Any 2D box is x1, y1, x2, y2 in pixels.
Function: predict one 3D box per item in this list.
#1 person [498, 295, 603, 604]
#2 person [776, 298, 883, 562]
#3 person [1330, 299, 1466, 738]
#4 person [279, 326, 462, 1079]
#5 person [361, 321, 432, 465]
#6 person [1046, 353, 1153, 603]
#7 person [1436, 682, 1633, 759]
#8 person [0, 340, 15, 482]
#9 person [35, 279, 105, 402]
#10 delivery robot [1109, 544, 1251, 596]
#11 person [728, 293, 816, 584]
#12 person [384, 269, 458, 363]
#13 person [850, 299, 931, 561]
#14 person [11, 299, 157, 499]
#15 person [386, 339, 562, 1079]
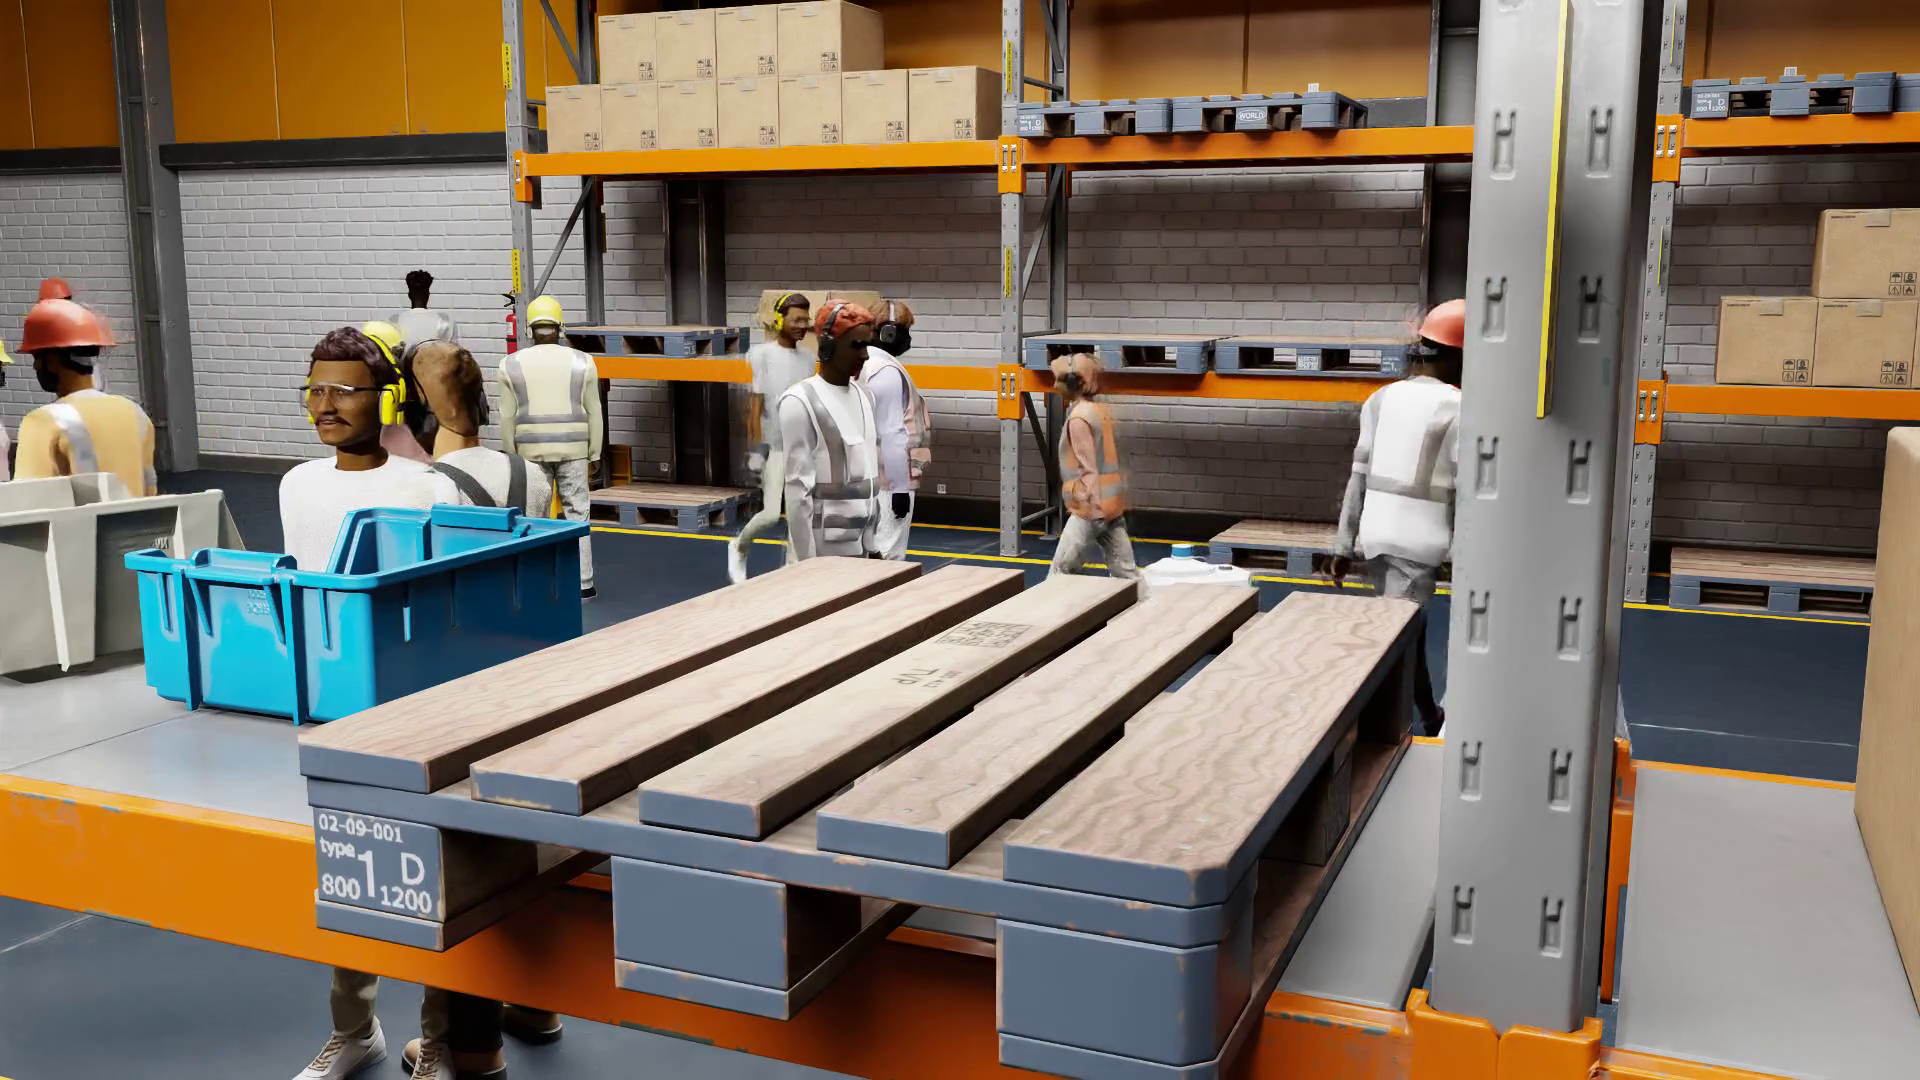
[{"bbox_3d":[-2.402,-0.520,9.815,0.589,1.832,0.404,-2,10,-13],"label":"person"},{"bbox_3d":[-0.466,0.029,6.359,0.356,1.887,0.573,4,10,25],"label":"person"},{"bbox_3d":[1.748,0.021,6.418,1.011,1.871,0.578,-6,11,-31],"label":"person"},{"bbox_3d":[-1.408,0.433,3.978,0.514,1.876,0.328,2,10,12],"label":"person"},{"bbox_3d":[-2.983,-0.300,8.844,0.935,1.717,0.531,0,9,1],"label":"person"},{"bbox_3d":[0.666,-0.135,8.266,0.884,1.582,0.545,3,10,17],"label":"person"},{"bbox_3d":[2.133,0.135,6.026,0.933,1.799,0.631,8,12,40],"label":"person"},{"bbox_3d":[-4.345,-0.063,7.298,0.472,1.752,0.546,-2,10,-10],"label":"person"},{"bbox_3d":[-7.632,-1.294,14.322,0.970,1.870,0.643,2,10,12],"label":"person"},{"bbox_3d":[1.148,0.264,8.655,0.707,0.478,0.477,-3,10,-18],"label":"delivery robot"},{"bbox_3d":[-1.102,-0.549,9.953,0.549,1.845,0.627,-9,13,-44],"label":"person"},{"bbox_3d":[-4.430,-1.243,13.741,0.608,1.966,0.370,-3,10,-15],"label":"person"},{"bbox_3d":[-0.363,-0.293,8.435,0.429,1.841,0.625,-3,10,-17],"label":"person"},{"bbox_3d":[-3.117,0.115,5.821,0.983,1.883,0.567,1,10,8],"label":"person"},{"bbox_3d":[-1.214,0.427,4.122,0.344,1.839,0.505,5,11,26],"label":"person"}]
